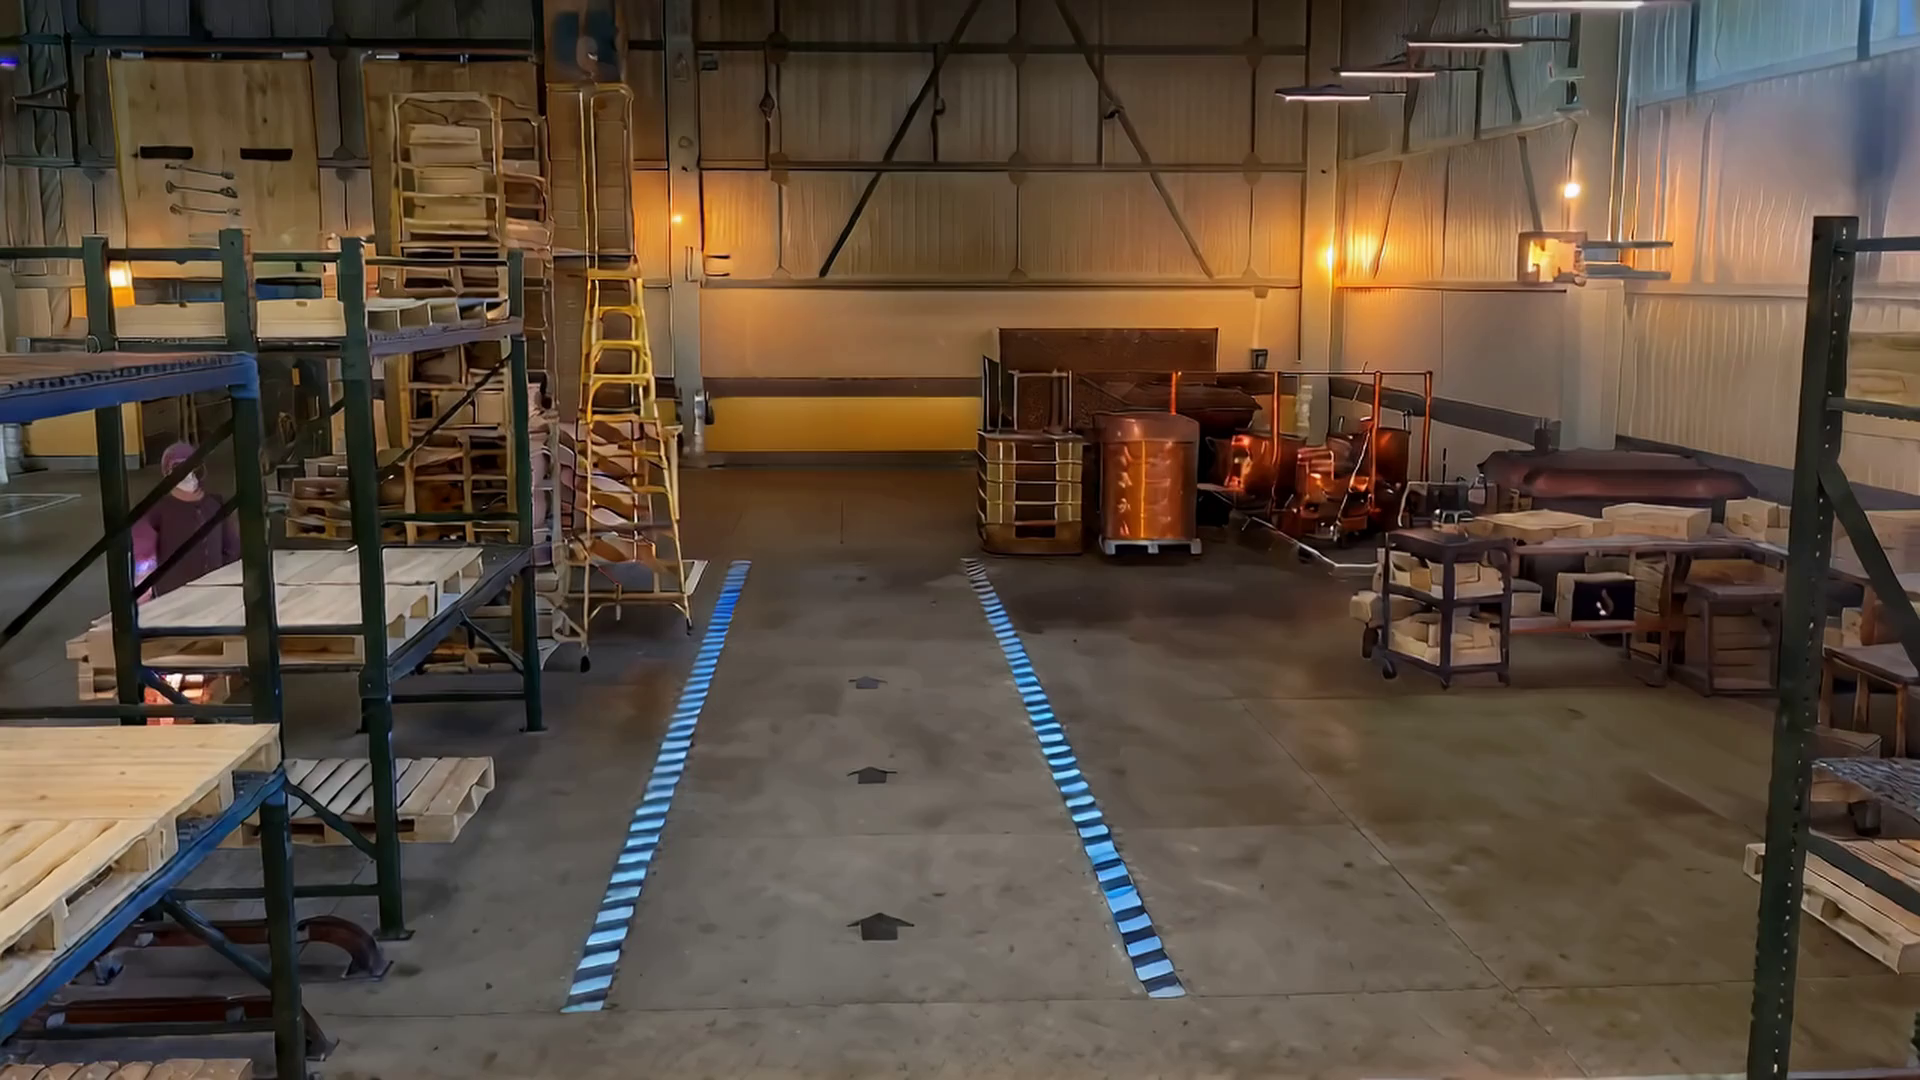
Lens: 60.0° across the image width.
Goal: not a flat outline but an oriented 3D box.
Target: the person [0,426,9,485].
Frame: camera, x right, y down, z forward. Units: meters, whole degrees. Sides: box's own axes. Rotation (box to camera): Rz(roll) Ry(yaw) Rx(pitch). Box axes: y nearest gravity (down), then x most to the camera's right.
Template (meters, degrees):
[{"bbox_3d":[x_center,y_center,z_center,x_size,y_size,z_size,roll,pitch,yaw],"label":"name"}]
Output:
[{"bbox_3d":[-13.369,-1.693,22.758,0.546,1.927,0.389,0,9,3],"label":"person"}]

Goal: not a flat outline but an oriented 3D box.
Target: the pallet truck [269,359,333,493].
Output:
[{"bbox_3d":[-7.062,-1.131,18.996,1.885,1.965,0.823,2,9,13],"label":"pallet truck"}]

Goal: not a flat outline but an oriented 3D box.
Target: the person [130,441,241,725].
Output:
[{"bbox_3d":[-4.451,0.389,9.633,0.634,1.939,0.367,-8,12,-42],"label":"person"}]
